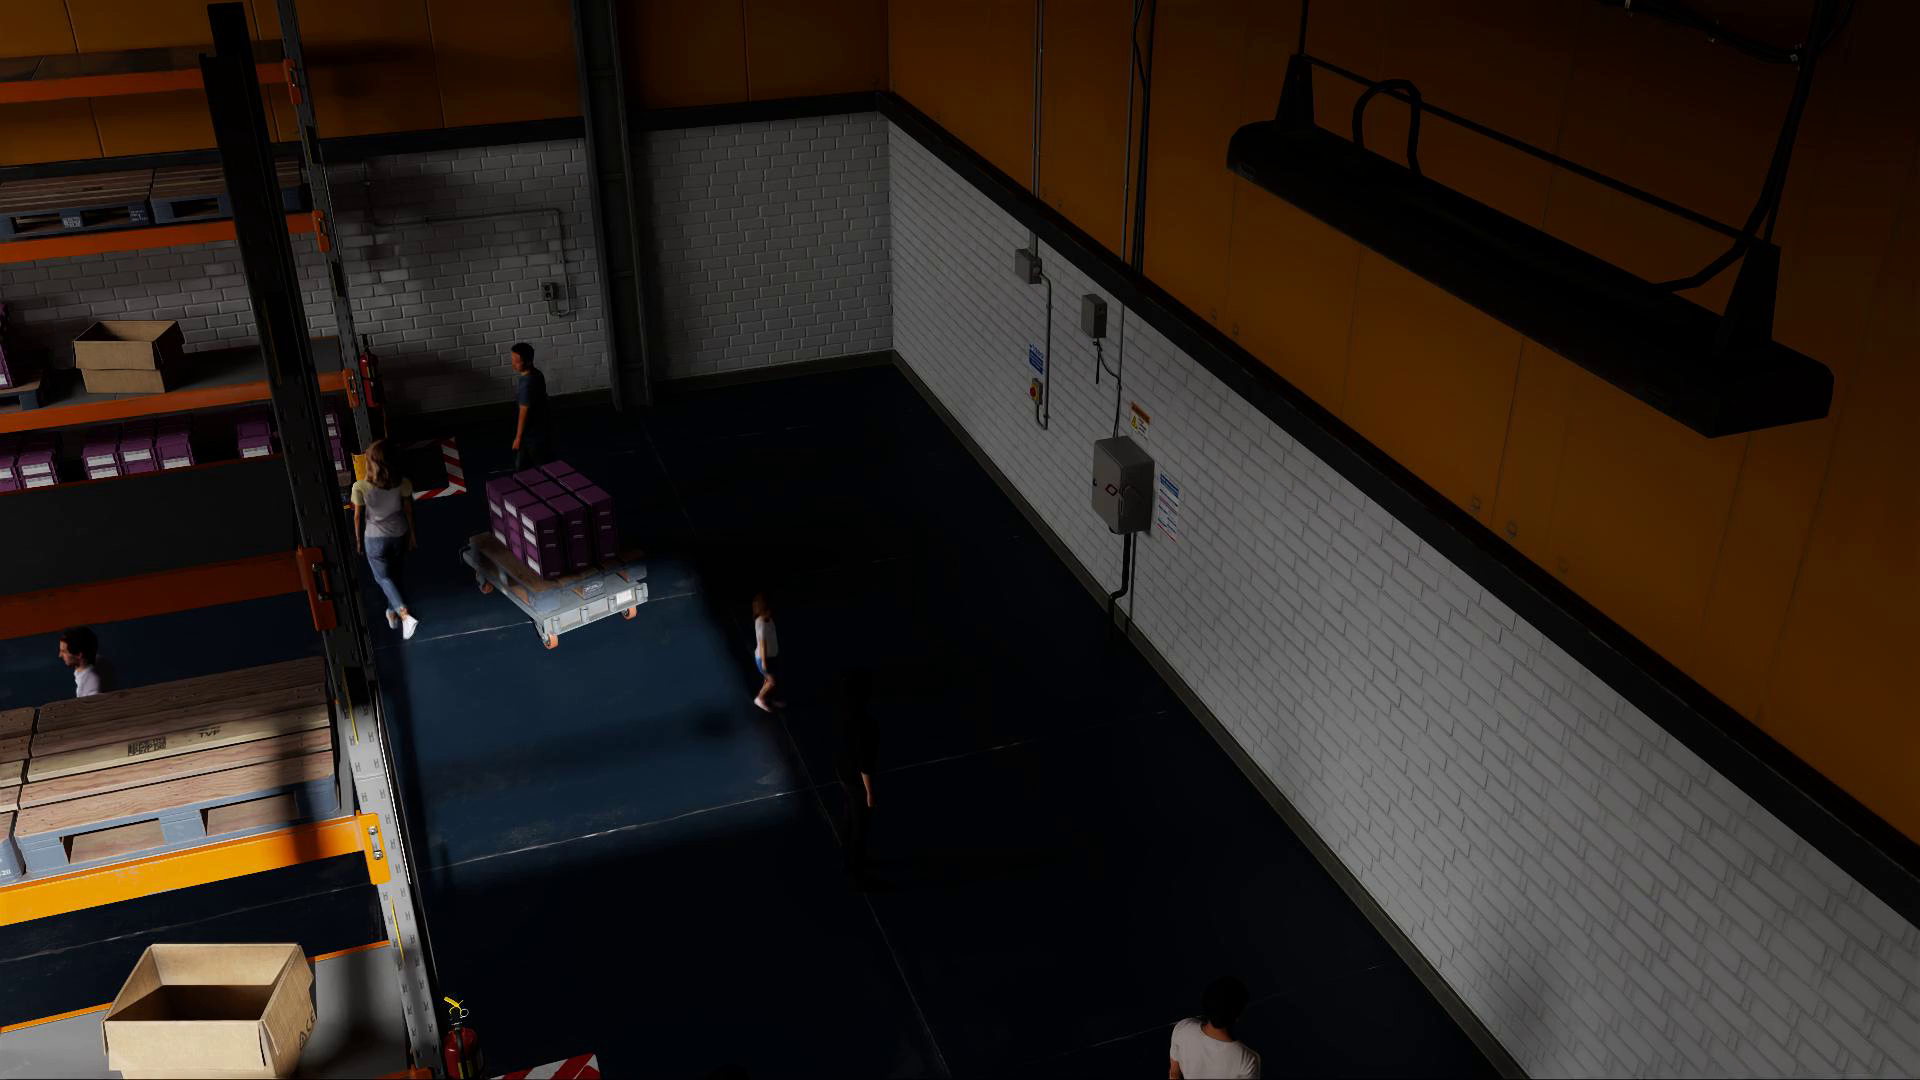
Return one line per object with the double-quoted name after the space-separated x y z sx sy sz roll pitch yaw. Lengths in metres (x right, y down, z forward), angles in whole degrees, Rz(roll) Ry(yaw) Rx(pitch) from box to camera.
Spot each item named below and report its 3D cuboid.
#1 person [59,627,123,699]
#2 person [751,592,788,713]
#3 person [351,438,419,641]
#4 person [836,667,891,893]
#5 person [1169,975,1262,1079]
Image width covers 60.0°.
-5.363 1.355 10.770 1.203 1.800 0.807 -14 32 -24 "person"
-1.493 0.846 12.521 0.542 1.018 0.505 2 29 3 "person"
-4.543 0.041 13.293 0.972 1.692 0.851 -19 34 -31 "person"
-0.668 1.517 10.639 0.486 1.642 0.564 -10 30 -18 "person"
1.236 2.821 8.164 0.707 1.722 0.728 18 33 30 "person"
